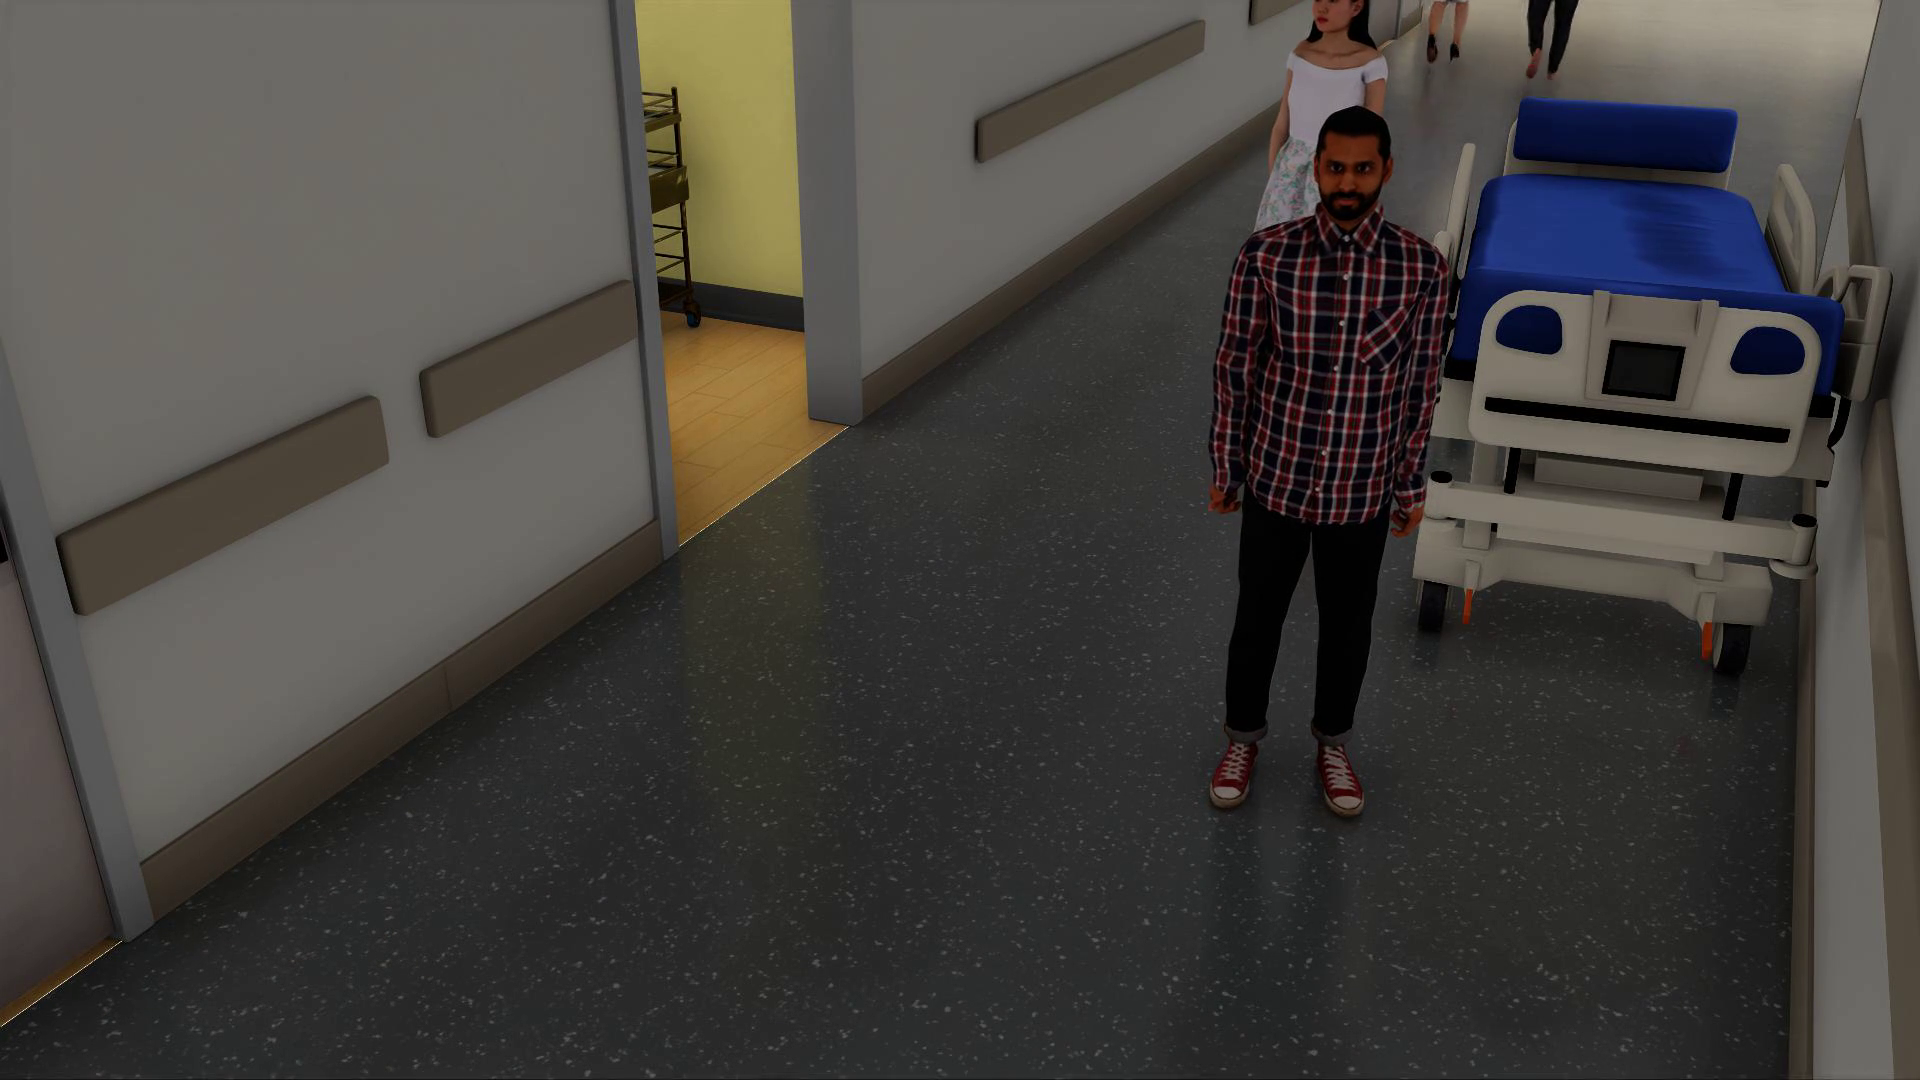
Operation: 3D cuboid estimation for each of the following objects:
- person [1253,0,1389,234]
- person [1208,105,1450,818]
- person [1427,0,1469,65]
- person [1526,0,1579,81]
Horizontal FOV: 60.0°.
[{"bbox_3d":[1.355,-1.250,6.283,0.645,1.774,0.764,18,31,33],"label":"person"},{"bbox_3d":[0.875,-0.166,4.050,0.647,1.761,0.816,3,26,7],"label":"person"},{"bbox_3d":[4.053,-4.759,13.619,0.968,1.723,0.639,11,28,22],"label":"person"},{"bbox_3d":[4.660,-4.428,12.952,0.857,1.707,0.737,8,27,17],"label":"person"}]
